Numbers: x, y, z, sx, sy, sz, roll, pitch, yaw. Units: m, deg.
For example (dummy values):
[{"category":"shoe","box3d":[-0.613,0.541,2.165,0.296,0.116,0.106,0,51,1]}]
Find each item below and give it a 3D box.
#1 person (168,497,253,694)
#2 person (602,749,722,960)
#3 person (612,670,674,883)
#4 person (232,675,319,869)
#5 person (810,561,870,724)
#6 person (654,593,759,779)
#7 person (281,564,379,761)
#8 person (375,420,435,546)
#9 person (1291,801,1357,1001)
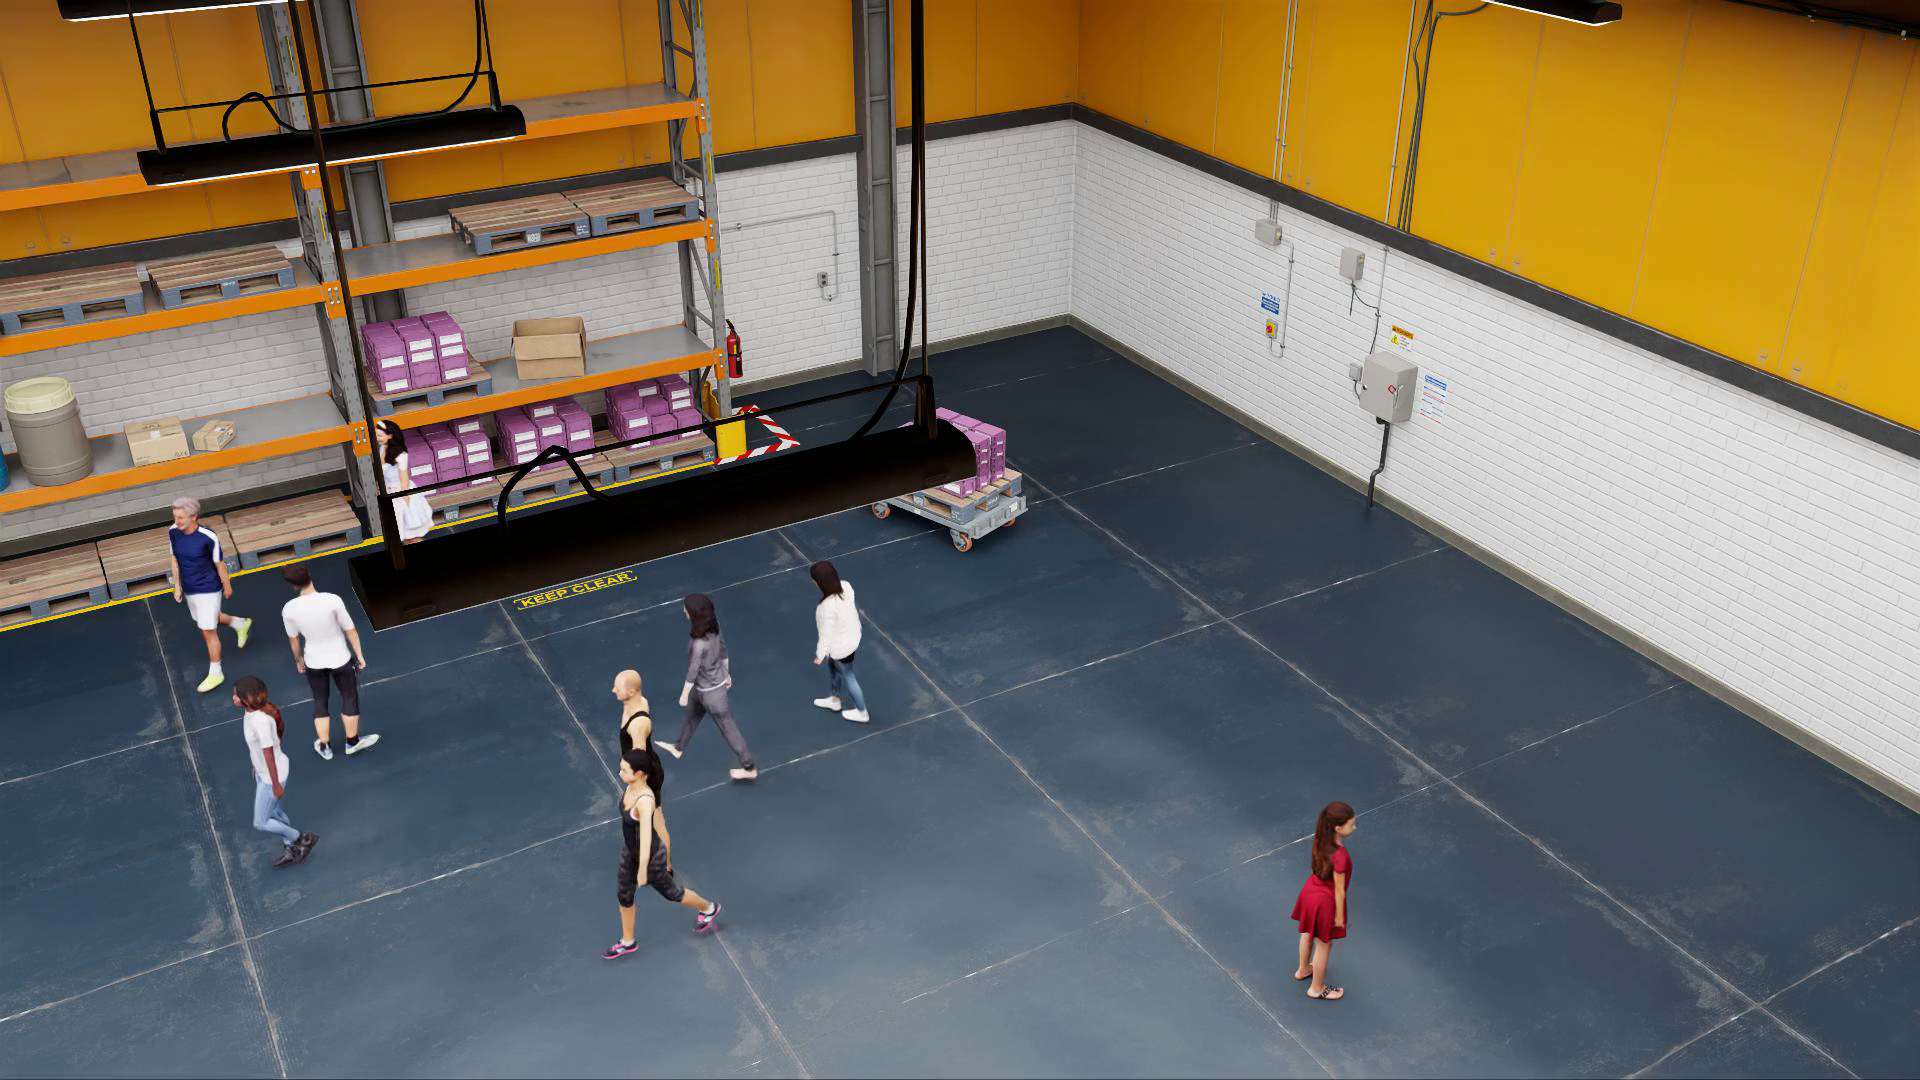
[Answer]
[{"category":"person","box3d":[-6.728,0.391,14.883,1.095,1.812,1.203,9,30,16]},{"category":"person","box3d":[-2.110,2.198,11.698,1.114,1.690,0.607,-14,32,-25]},{"category":"person","box3d":[-2.334,1.743,12.403,0.591,1.813,0.675,-9,30,-16]},{"category":"person","box3d":[-5.106,1.749,12.501,0.635,1.709,0.590,-16,33,-27]},{"category":"person","box3d":[-0.936,0.892,14.180,0.961,1.605,0.902,9,30,17]},{"category":"person","box3d":[-1.917,1.234,13.439,1.191,1.714,1.076,6,29,10]},{"category":"person","box3d":[-5.212,0.989,13.769,0.700,1.829,0.869,5,29,10]},{"category":"person","box3d":[-5.440,-0.347,16.237,0.786,1.810,0.815,25,38,38]},{"category":"person","box3d":[2.493,2.450,11.381,0.670,1.551,0.613,-8,30,-14]}]
